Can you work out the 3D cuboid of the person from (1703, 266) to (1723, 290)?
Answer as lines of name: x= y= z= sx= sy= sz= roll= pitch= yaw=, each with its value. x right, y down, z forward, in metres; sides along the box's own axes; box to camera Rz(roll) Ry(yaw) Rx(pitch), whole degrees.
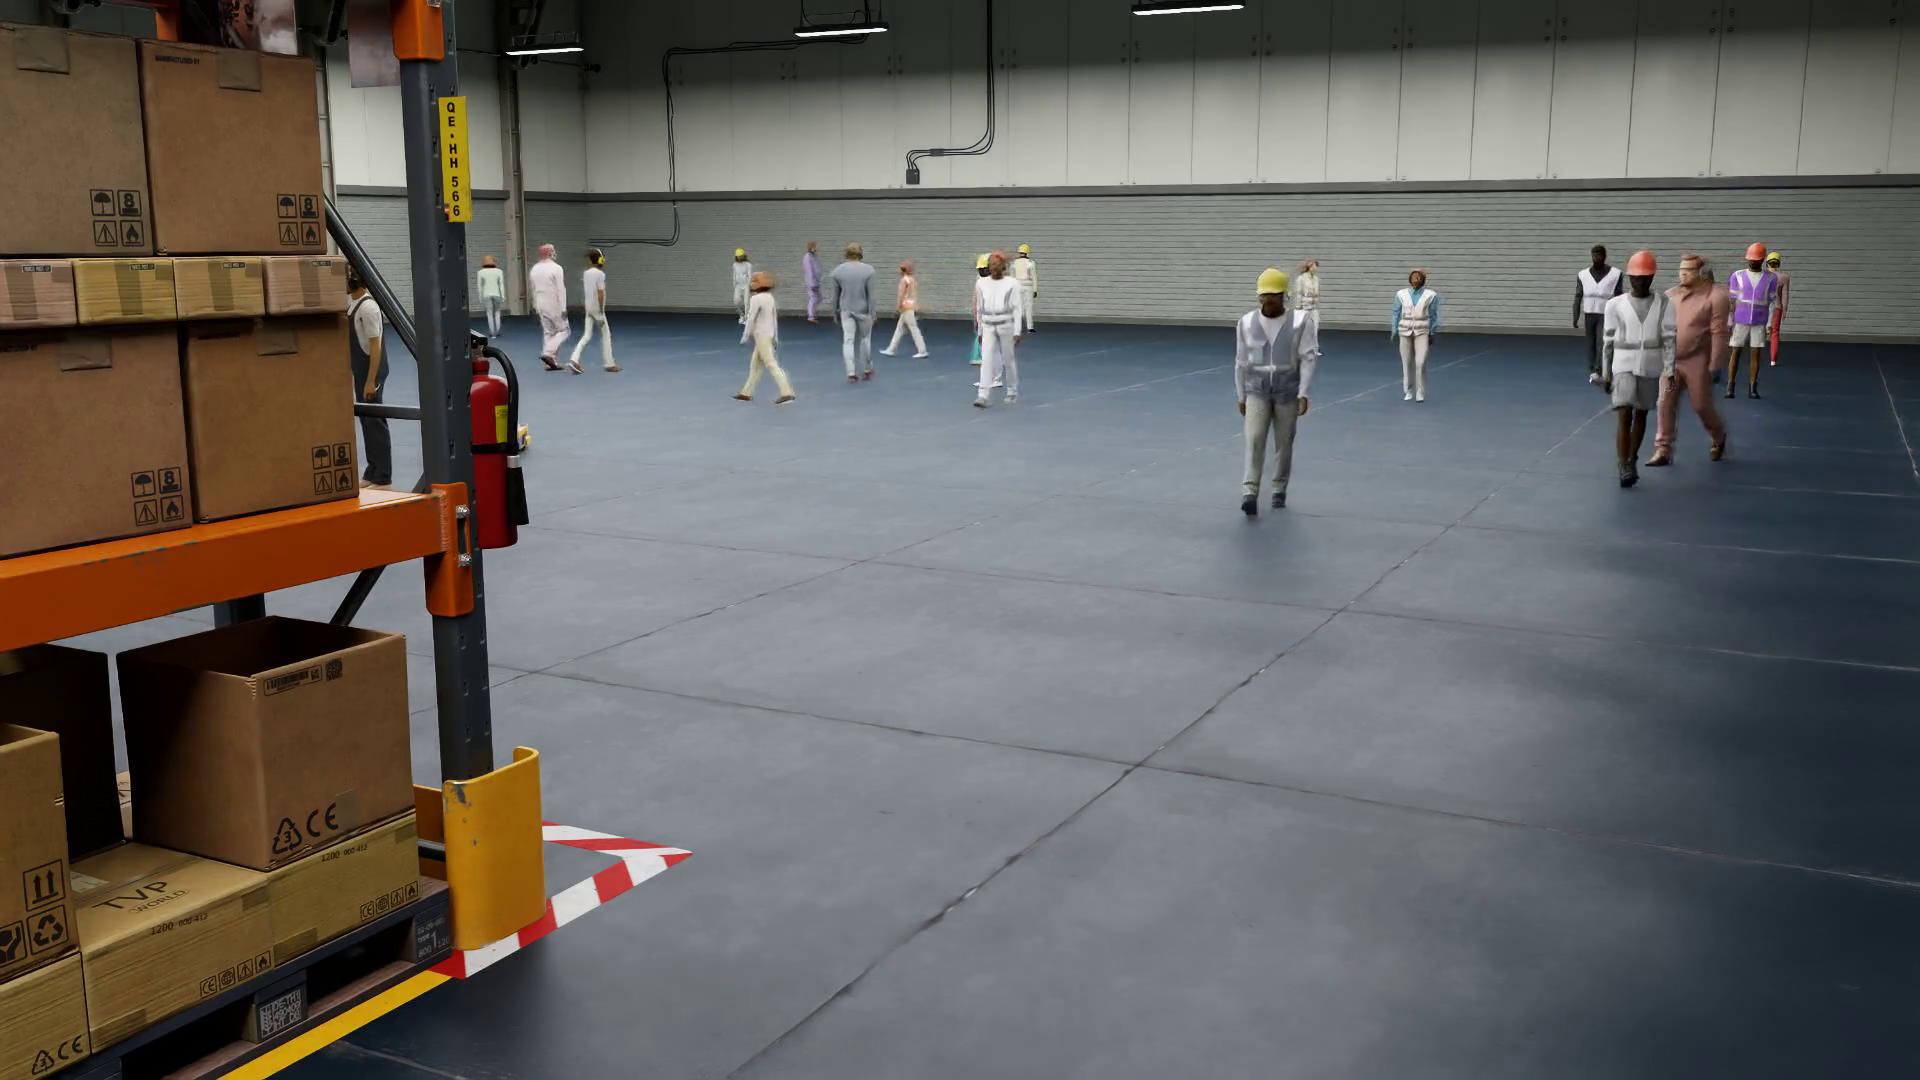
person: x=10.381 y=-3.016 z=23.237 sx=0.513 sy=1.586 sz=0.879 roll=8 pitch=13 yaw=35

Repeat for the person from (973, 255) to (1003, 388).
person: x=0.362 y=-2.912 z=22.198 sx=0.344 sy=1.756 sz=0.518 roll=-9 pitch=14 yaw=-41

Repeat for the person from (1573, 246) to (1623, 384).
person: x=8.622 y=-3.038 z=22.575 sx=0.606 sy=1.867 sz=0.973 roll=7 pitch=12 yaw=33

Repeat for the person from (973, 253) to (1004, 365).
person: x=0.532 y=-3.579 z=25.890 sx=0.746 sy=1.741 sz=0.530 roll=0 pitch=10 yaw=-2

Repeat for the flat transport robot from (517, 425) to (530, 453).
flat transport robot: x=-4.369 y=-0.908 z=15.326 sx=0.652 sy=0.197 sz=1.431 roll=-2 pitch=10 yaw=-9

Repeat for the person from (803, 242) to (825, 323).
person: x=-3.380 y=-5.942 z=38.444 sx=0.417 sy=1.871 sz=0.743 roll=2 pitch=11 yaw=13

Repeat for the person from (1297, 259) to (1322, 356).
person: x=5.851 y=-3.930 z=28.101 sx=0.523 sy=1.616 sz=0.685 roll=-5 pitch=12 yaw=-27

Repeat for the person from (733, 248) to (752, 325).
person: x=-4.922 y=-5.724 z=37.611 sx=0.500 sy=1.726 sz=0.381 roll=3 pitch=11 yaw=18

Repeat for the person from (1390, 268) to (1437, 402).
person: x=5.505 y=-2.479 z=20.232 sx=0.521 sy=1.614 sz=0.699 roll=4 pitch=11 yaw=21

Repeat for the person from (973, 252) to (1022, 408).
person: x=0.459 y=-2.479 z=19.662 sx=0.597 sy=1.828 sz=1.004 roll=4 pitch=11 yaw=19

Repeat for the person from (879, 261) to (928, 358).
person: x=-0.914 y=-3.806 z=27.505 sx=0.856 sy=1.586 sz=0.536 roll=2 pitch=11 yaw=11

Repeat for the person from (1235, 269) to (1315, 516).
person: x=2.273 y=-1.068 z=12.089 sx=0.588 sy=1.771 sz=0.956 roll=3 pitch=11 yaw=16

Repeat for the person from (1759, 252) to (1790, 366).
person: x=12.518 y=-3.564 z=25.750 sx=0.526 sy=1.760 sz=0.335 roll=3 pitch=11 yaw=16

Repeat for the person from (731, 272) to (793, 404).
person: x=-2.383 y=-2.425 z=20.014 sx=0.871 sy=1.587 sz=0.504 roll=3 pitch=11 yaw=16

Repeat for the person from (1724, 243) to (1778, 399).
person: x=9.819 y=-2.713 z=20.648 sx=0.545 sy=1.927 sz=0.385 roll=4 pitch=11 yaw=21

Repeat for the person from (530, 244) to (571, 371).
person: x=-6.093 y=-3.458 z=24.812 sx=0.671 sy=1.889 sz=0.439 roll=7 pitch=13 yaw=35

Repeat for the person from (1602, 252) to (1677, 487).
person: x=5.509 y=-1.383 z=13.516 sx=0.547 sy=1.884 sz=0.996 roll=2 pitch=11 yaw=12

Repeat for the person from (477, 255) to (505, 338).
person: x=-9.287 y=-4.810 z=32.890 sx=0.513 sy=1.614 sz=0.545 roll=-5 pitch=11 yaw=-25

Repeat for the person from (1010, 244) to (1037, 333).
person: x=1.326 y=-5.190 z=34.407 sx=0.589 sy=1.834 sz=0.403 roll=4 pitch=11 yaw=20

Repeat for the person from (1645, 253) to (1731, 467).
person: x=6.463 y=-1.589 z=14.676 sx=0.869 sy=1.878 sz=0.651 roll=-8 pitch=13 yaw=-36

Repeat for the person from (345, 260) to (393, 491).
person: x=-4.626 y=-1.256 z=12.935 sx=0.350 sy=1.843 sz=0.506 roll=-6 pitch=12 yaw=-29

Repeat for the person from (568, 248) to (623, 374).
person: x=-5.400 y=-3.346 z=24.373 sx=0.533 sy=1.832 sz=0.914 roll=8 pitch=13 yaw=37

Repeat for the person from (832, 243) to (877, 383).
person: x=-1.437 y=-3.159 z=23.138 sx=0.659 sy=1.899 sz=0.969 roll=1 pitch=10 yaw=8
